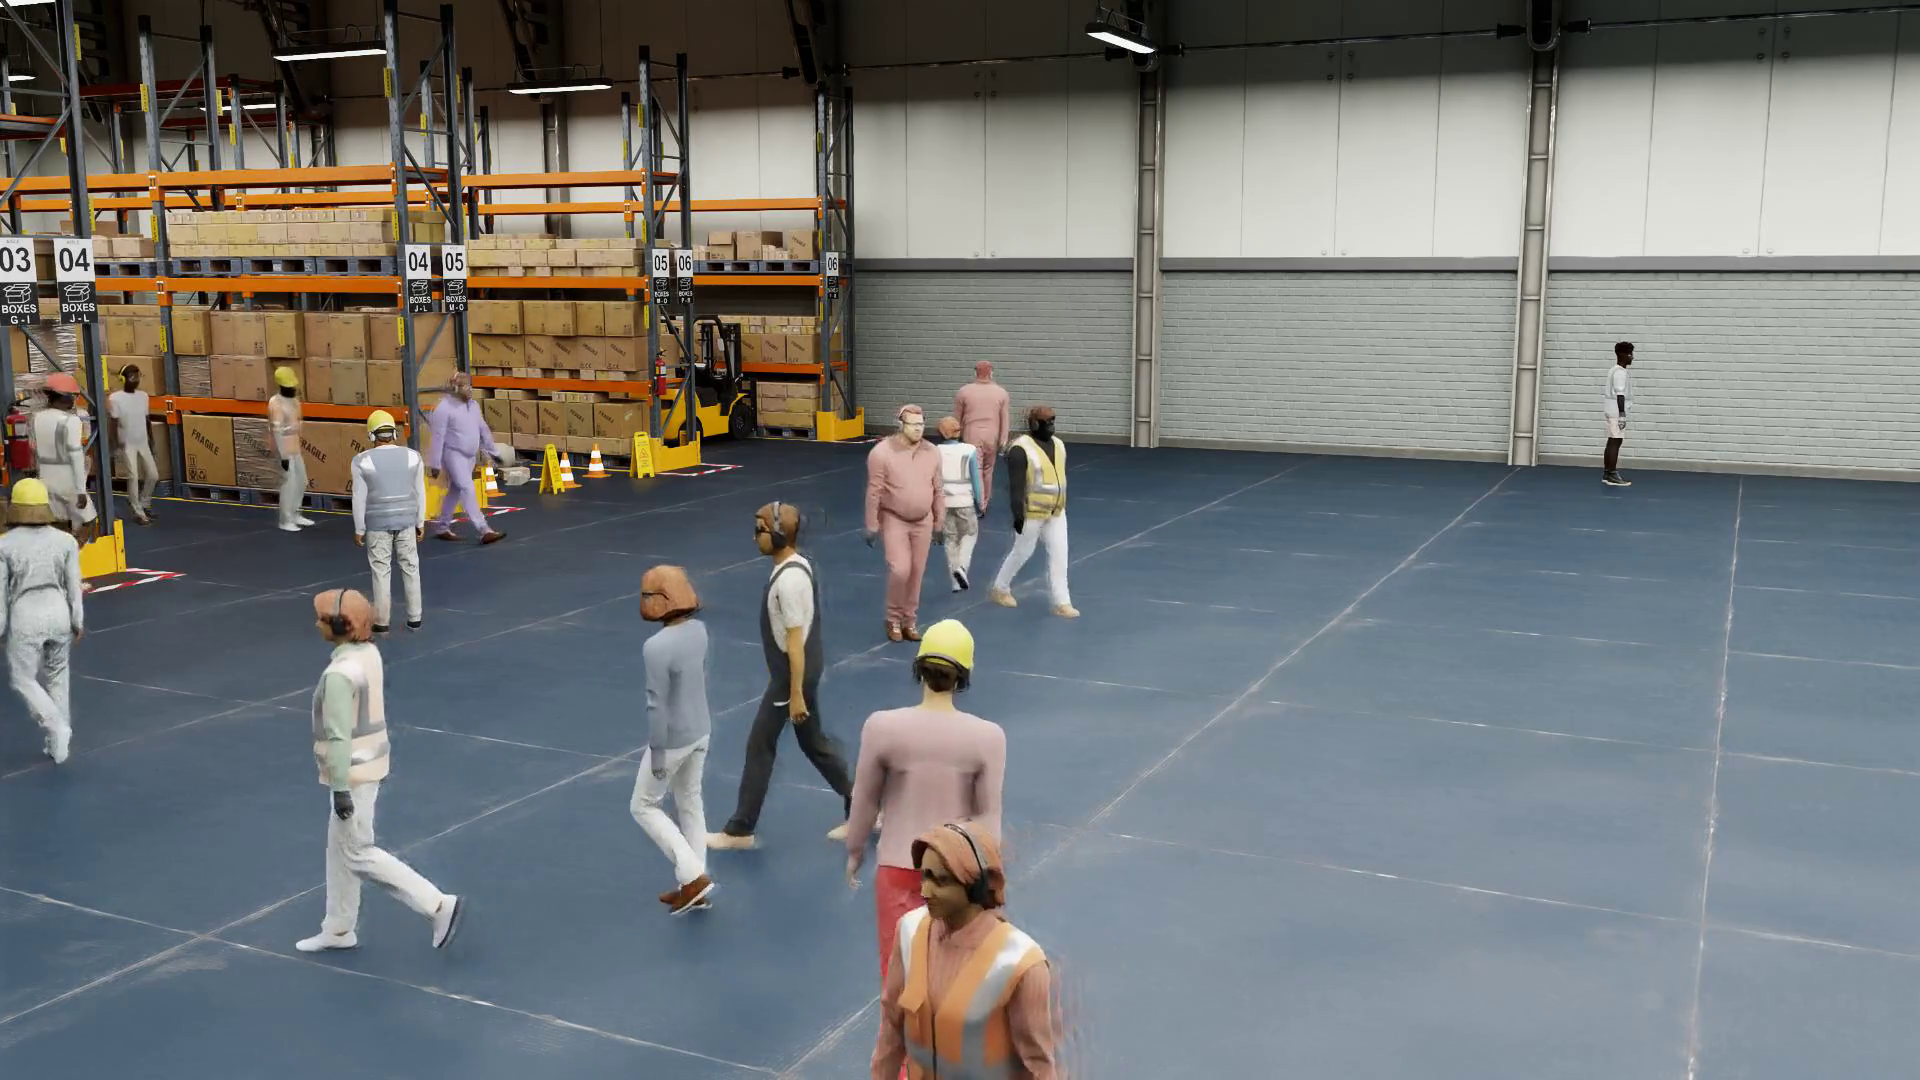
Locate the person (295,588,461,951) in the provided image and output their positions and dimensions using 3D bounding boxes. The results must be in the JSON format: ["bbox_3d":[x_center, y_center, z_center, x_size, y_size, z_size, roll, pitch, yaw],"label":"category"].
[{"bbox_3d":[-2.516,0.997,7.096,0.677,1.620,0.521,-1,9,-5],"label":"person"}]

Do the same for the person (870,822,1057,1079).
[{"bbox_3d":[-0.015,1.480,4.200,0.877,1.583,0.533,-8,13,-42],"label":"person"}]

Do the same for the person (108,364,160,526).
[{"bbox_3d":[-9.488,-1.089,19.155,0.421,1.854,0.549,6,11,31],"label":"person"}]

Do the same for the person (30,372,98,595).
[{"bbox_3d":[-8.089,-0.499,15.025,0.635,2.023,0.465,4,10,23],"label":"person"}]

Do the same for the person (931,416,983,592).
[{"bbox_3d":[-0.055,-0.319,15.122,0.538,1.616,0.400,2,10,13],"label":"person"}]

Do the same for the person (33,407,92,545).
[{"bbox_3d":[-9.258,-0.738,17.215,0.977,1.798,0.639,4,10,26],"label":"person"}]

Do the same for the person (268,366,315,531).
[{"bbox_3d":[-7.505,-1.015,18.628,0.459,1.876,0.649,1,9,3],"label":"person"}]

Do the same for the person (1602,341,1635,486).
[{"bbox_3d":[9.016,-1.733,22.764,0.362,1.965,0.610,2,9,10],"label":"person"}]

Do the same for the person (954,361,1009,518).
[{"bbox_3d":[0.248,-1.208,19.893,0.650,1.865,0.983,-2,9,-10],"label":"person"}]

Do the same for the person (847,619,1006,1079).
[{"bbox_3d":[-0.118,1.150,5.812,0.555,1.725,0.837,0,9,0],"label":"person"}]

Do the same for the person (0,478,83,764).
[{"bbox_3d":[-5.408,0.499,9.825,0.595,1.726,0.495,8,12,40],"label":"person"}]

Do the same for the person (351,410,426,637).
[{"bbox_3d":[-4.601,-0.136,13.406,0.586,1.825,0.403,-7,12,-36],"label":"person"}]

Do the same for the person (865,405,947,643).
[{"bbox_3d":[-0.404,-0.119,13.093,0.679,1.886,0.483,-5,10,-27],"label":"person"}]

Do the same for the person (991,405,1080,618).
[{"bbox_3d":[0.633,-0.265,14.262,0.633,1.812,0.896,-8,12,-41],"label":"person"}]

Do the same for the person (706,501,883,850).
[{"bbox_3d":[-0.831,0.693,8.438,0.918,1.806,0.541,0,9,3],"label":"person"}]

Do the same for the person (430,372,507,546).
[{"bbox_3d":[-5.304,-0.868,17.831,1.023,1.849,0.646,3,10,17],"label":"person"}]

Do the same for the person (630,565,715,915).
[{"bbox_3d":[-1.308,0.916,7.591,0.347,1.620,0.499,4,10,23],"label":"person"}]
